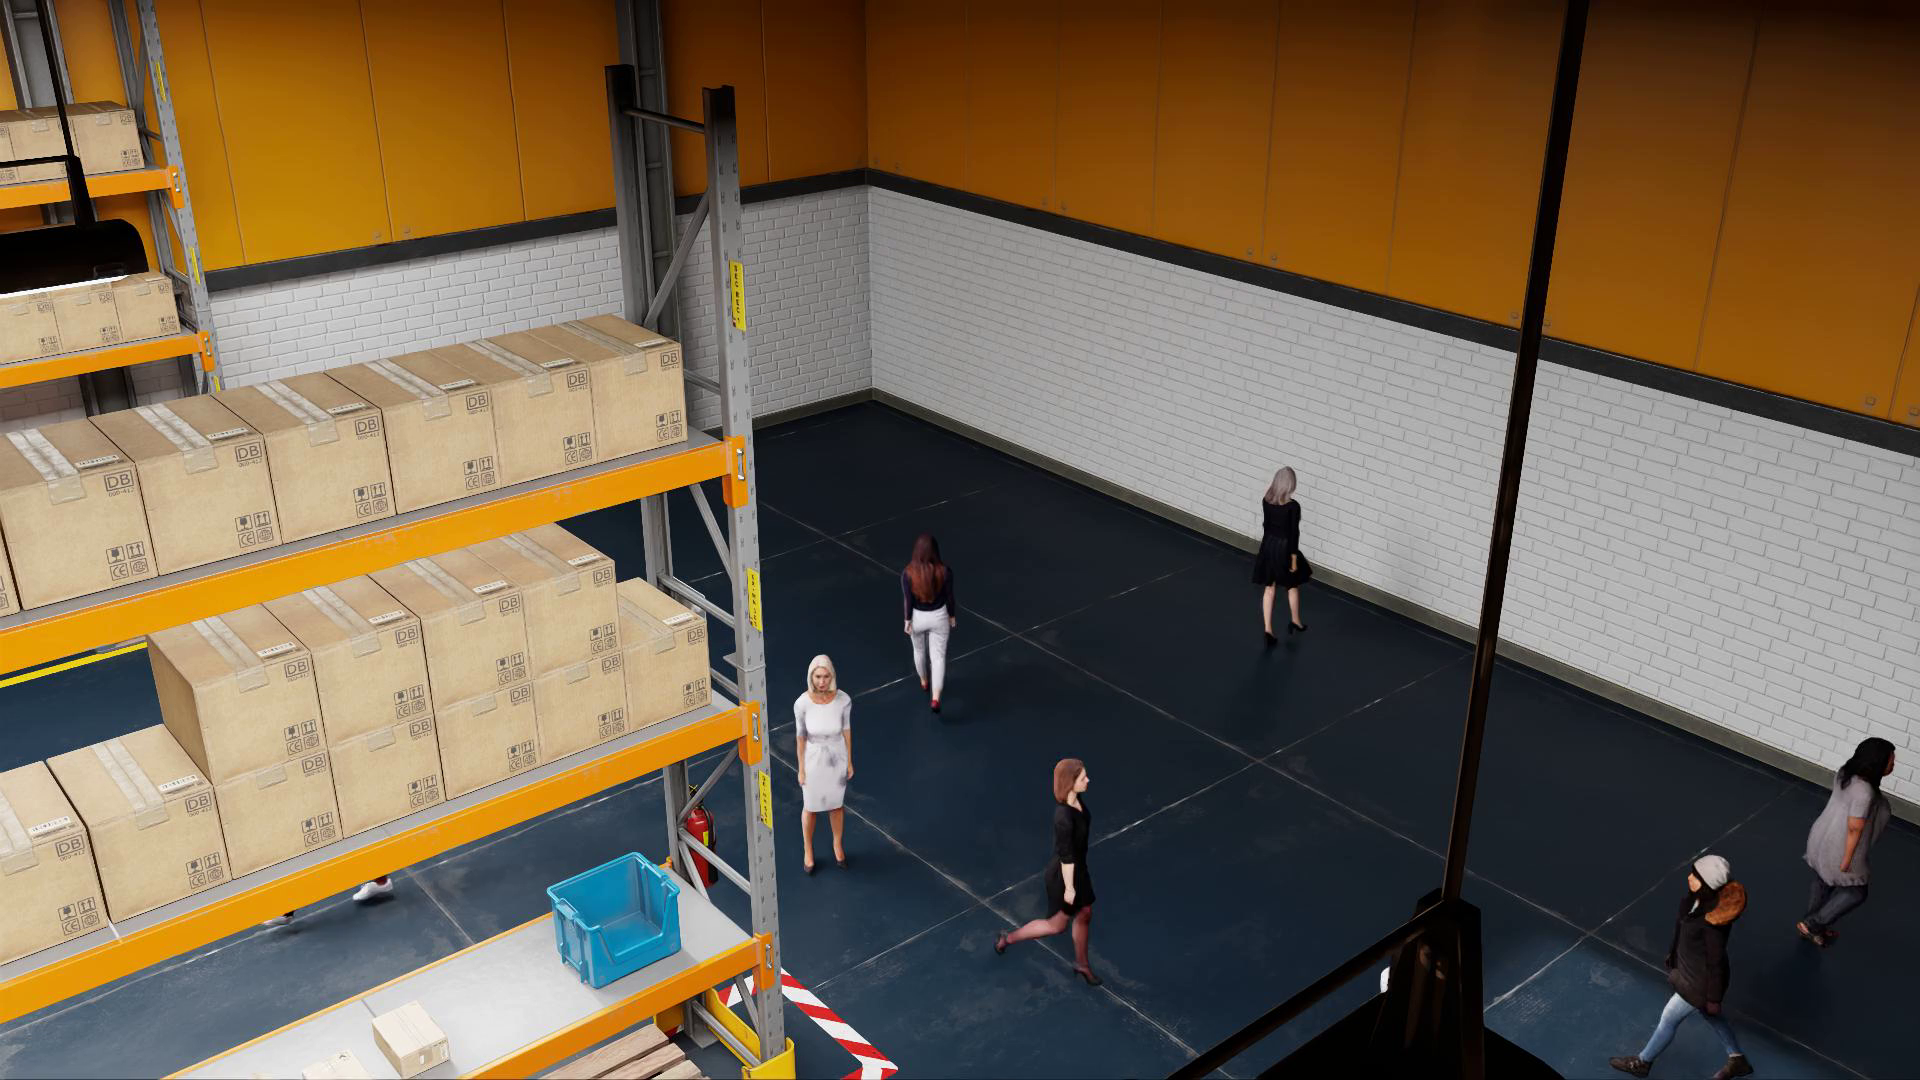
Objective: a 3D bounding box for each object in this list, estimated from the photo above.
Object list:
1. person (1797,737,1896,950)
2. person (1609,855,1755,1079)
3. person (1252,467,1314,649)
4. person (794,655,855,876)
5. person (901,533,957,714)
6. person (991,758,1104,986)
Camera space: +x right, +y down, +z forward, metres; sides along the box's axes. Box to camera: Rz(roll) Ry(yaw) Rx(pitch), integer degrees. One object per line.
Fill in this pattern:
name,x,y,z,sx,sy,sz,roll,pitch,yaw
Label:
person,5.871,2.028,11.204,0.840,1.594,0.781,2,24,5
person,4.479,2.595,9.892,1.082,1.605,1.098,5,24,11
person,2.891,0.177,15.260,0.823,1.737,0.646,-21,31,-39
person,-0.980,1.602,11.986,0.570,1.749,0.697,-7,25,-15
person,-0.262,0.728,14.197,1.080,1.579,1.071,-1,24,-2
person,0.610,2.174,10.754,1.002,1.687,1.004,5,24,11
